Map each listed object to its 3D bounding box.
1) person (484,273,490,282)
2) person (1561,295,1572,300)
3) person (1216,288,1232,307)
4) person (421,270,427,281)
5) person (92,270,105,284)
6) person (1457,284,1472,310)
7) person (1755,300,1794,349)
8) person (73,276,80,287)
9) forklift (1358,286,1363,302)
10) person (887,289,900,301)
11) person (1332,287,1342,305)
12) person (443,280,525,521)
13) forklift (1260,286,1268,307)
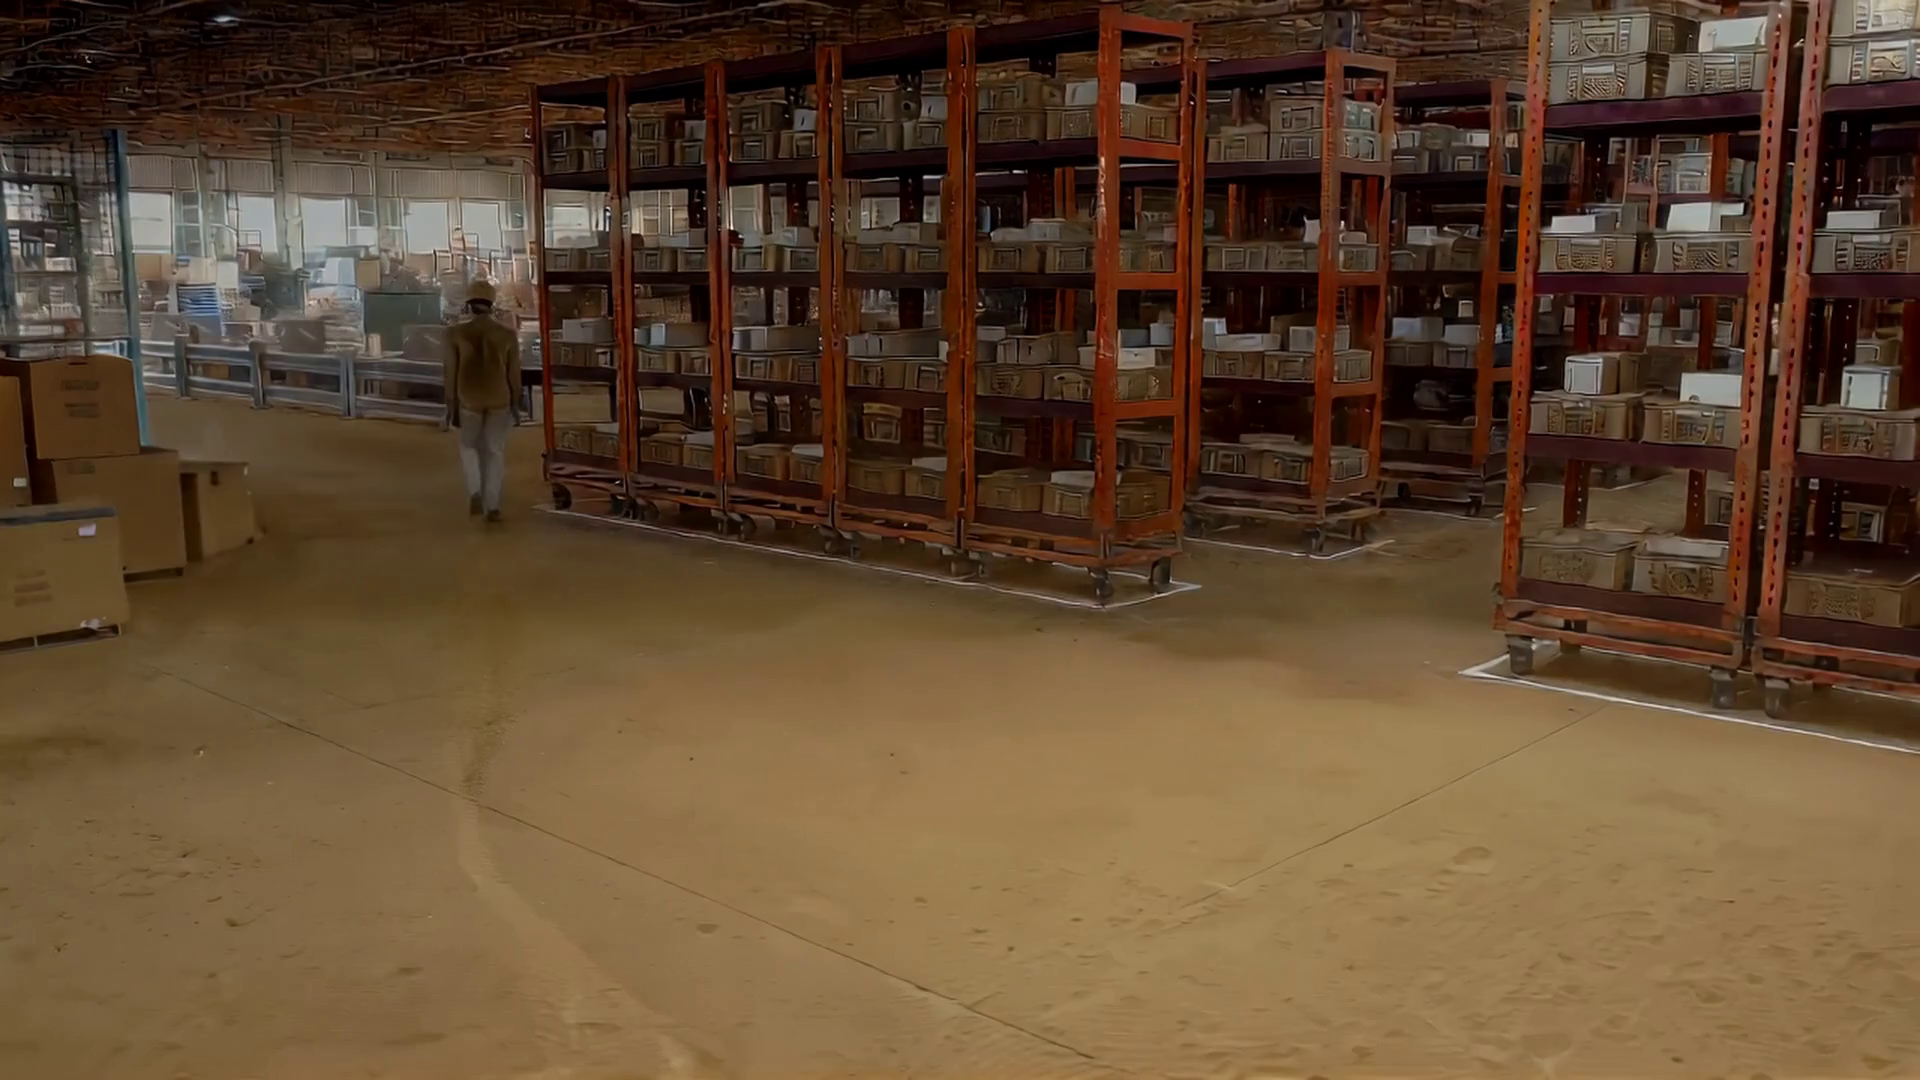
[{"bbox_3d":[-26.224,-13.832,91.874,0.585,1.854,0.745,5,10,26],"label":"person"},{"bbox_3d":[12.524,-4.435,34.341,0.591,1.833,0.403,-7,12,-37],"label":"person"},{"bbox_3d":[6.085,-5.139,38.329,0.615,1.933,0.545,7,11,36],"label":"person"},{"bbox_3d":[-28.290,-13.244,87.869,0.385,1.990,0.608,-1,9,-5],"label":"person"},{"bbox_3d":[-31.603,-8.894,61.034,0.608,2.044,0.370,7,11,36],"label":"person"},{"bbox_3d":[9.365,-3.842,30.819,0.866,1.806,0.591,0,9,-1],"label":"person"},{"bbox_3d":[9.112,-1.842,18.634,0.754,1.777,0.657,-1,9,-3],"label":"person"},{"bbox_3d":[-36.084,-9.913,67.966,0.554,1.819,0.971,5,10,27],"label":"person"},{"bbox_3d":[11.100,-7.017,46.970,1.873,2.768,1.129,9,13,43],"label":"forklift"},{"bbox_3d":[-2.522,-9.087,63.376,0.535,1.670,0.769,-1,9,-5],"label":"person"},{"bbox_3d":[9.397,-5.591,41.847,0.319,1.696,0.532,-4,10,-21],"label":"person"},{"bbox_3d":[-3.918,-1.145,13.720,0.651,1.973,0.525,-3,10,-16],"label":"person"},{"bbox_3d":[9.426,-8.081,53.491,1.129,2.768,1.873,5,11,29],"label":"forklift"}]
